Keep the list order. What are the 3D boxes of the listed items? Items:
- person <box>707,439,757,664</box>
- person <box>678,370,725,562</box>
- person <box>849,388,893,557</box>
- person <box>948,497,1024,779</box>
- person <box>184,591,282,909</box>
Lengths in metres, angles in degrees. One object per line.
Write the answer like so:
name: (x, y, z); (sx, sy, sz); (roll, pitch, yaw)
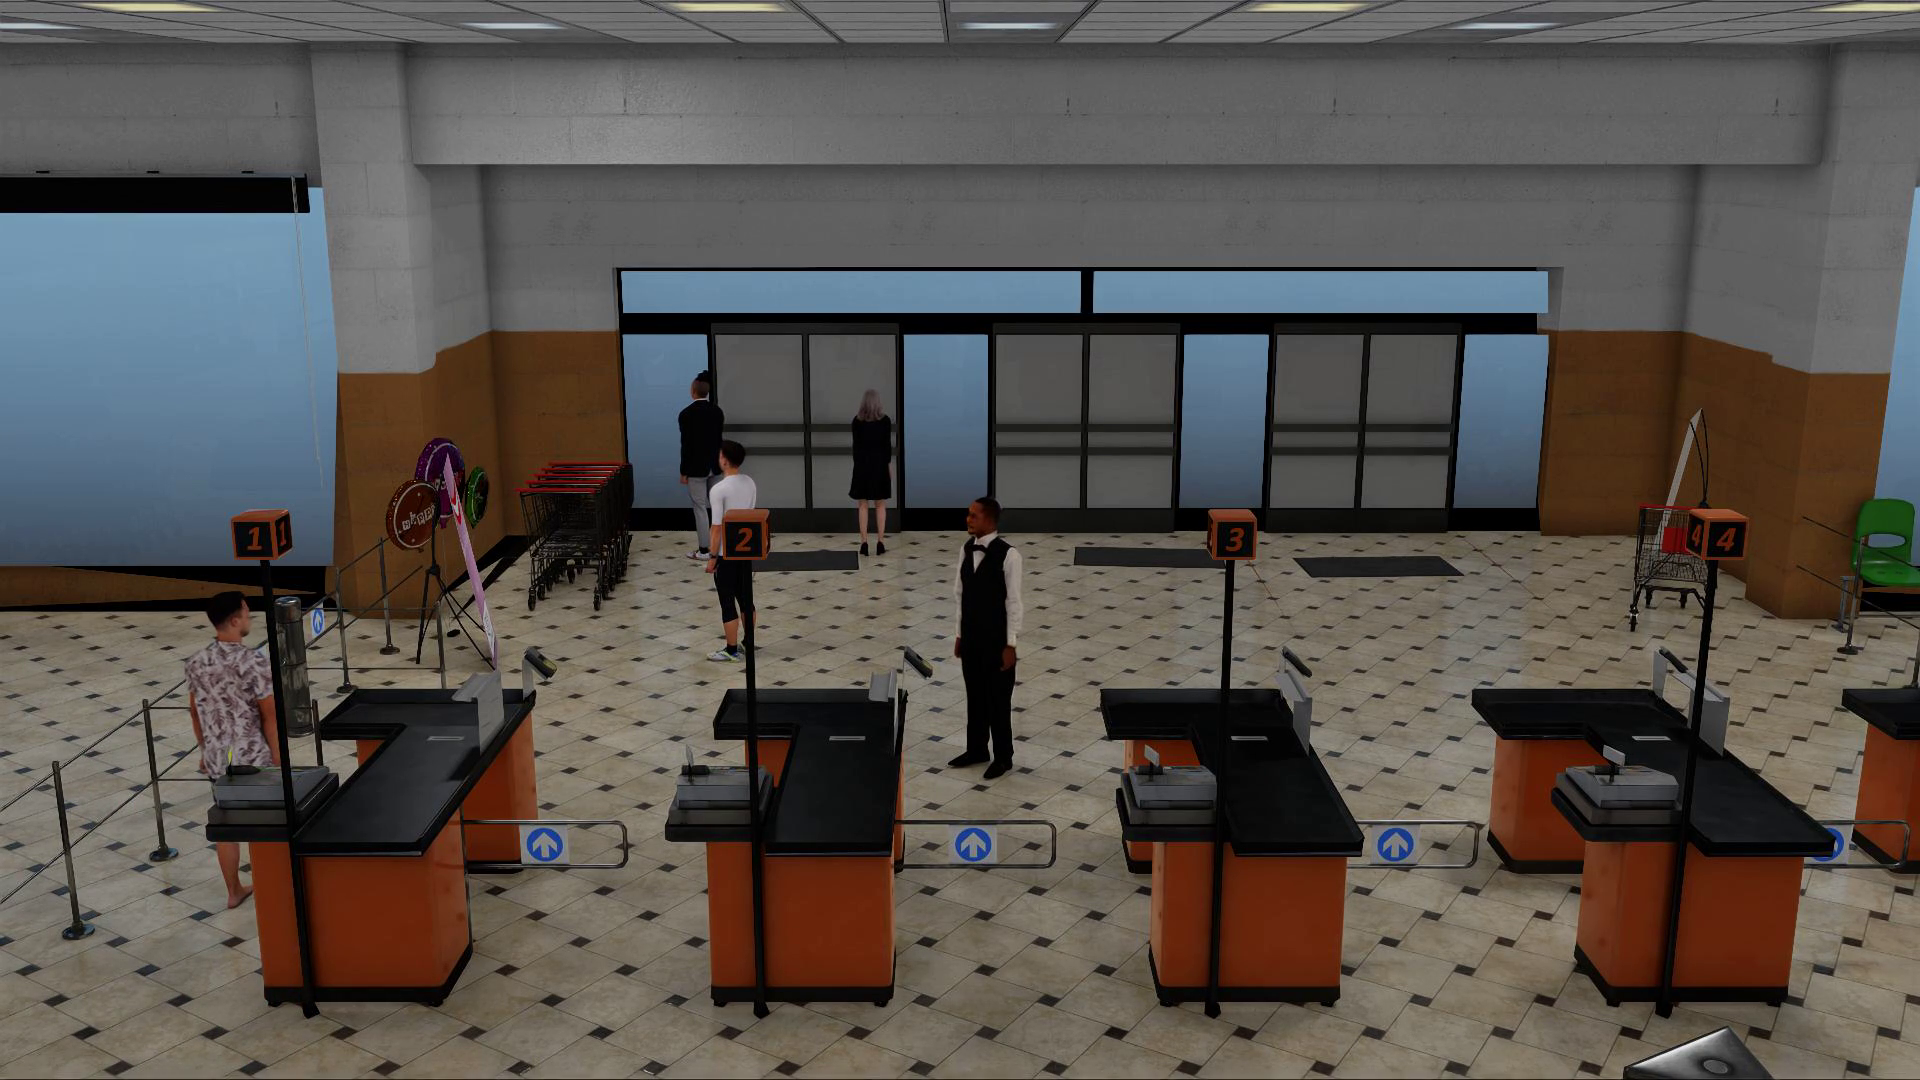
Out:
person: (-1.864, 0.081, 13.674); (0.816, 1.853, 0.706); (9, 16, 32)
person: (-2.611, -0.770, 16.985); (0.849, 1.948, 0.786); (13, 19, 43)
person: (-0.912, -0.708, 17.159); (0.630, 1.745, 0.606); (-2, 14, -9)
person: (0.191, 0.641, 11.233); (0.775, 1.917, 0.822); (12, 18, 41)
person: (-3.999, 1.177, 9.237); (0.704, 1.815, 0.634); (3, 14, 10)
